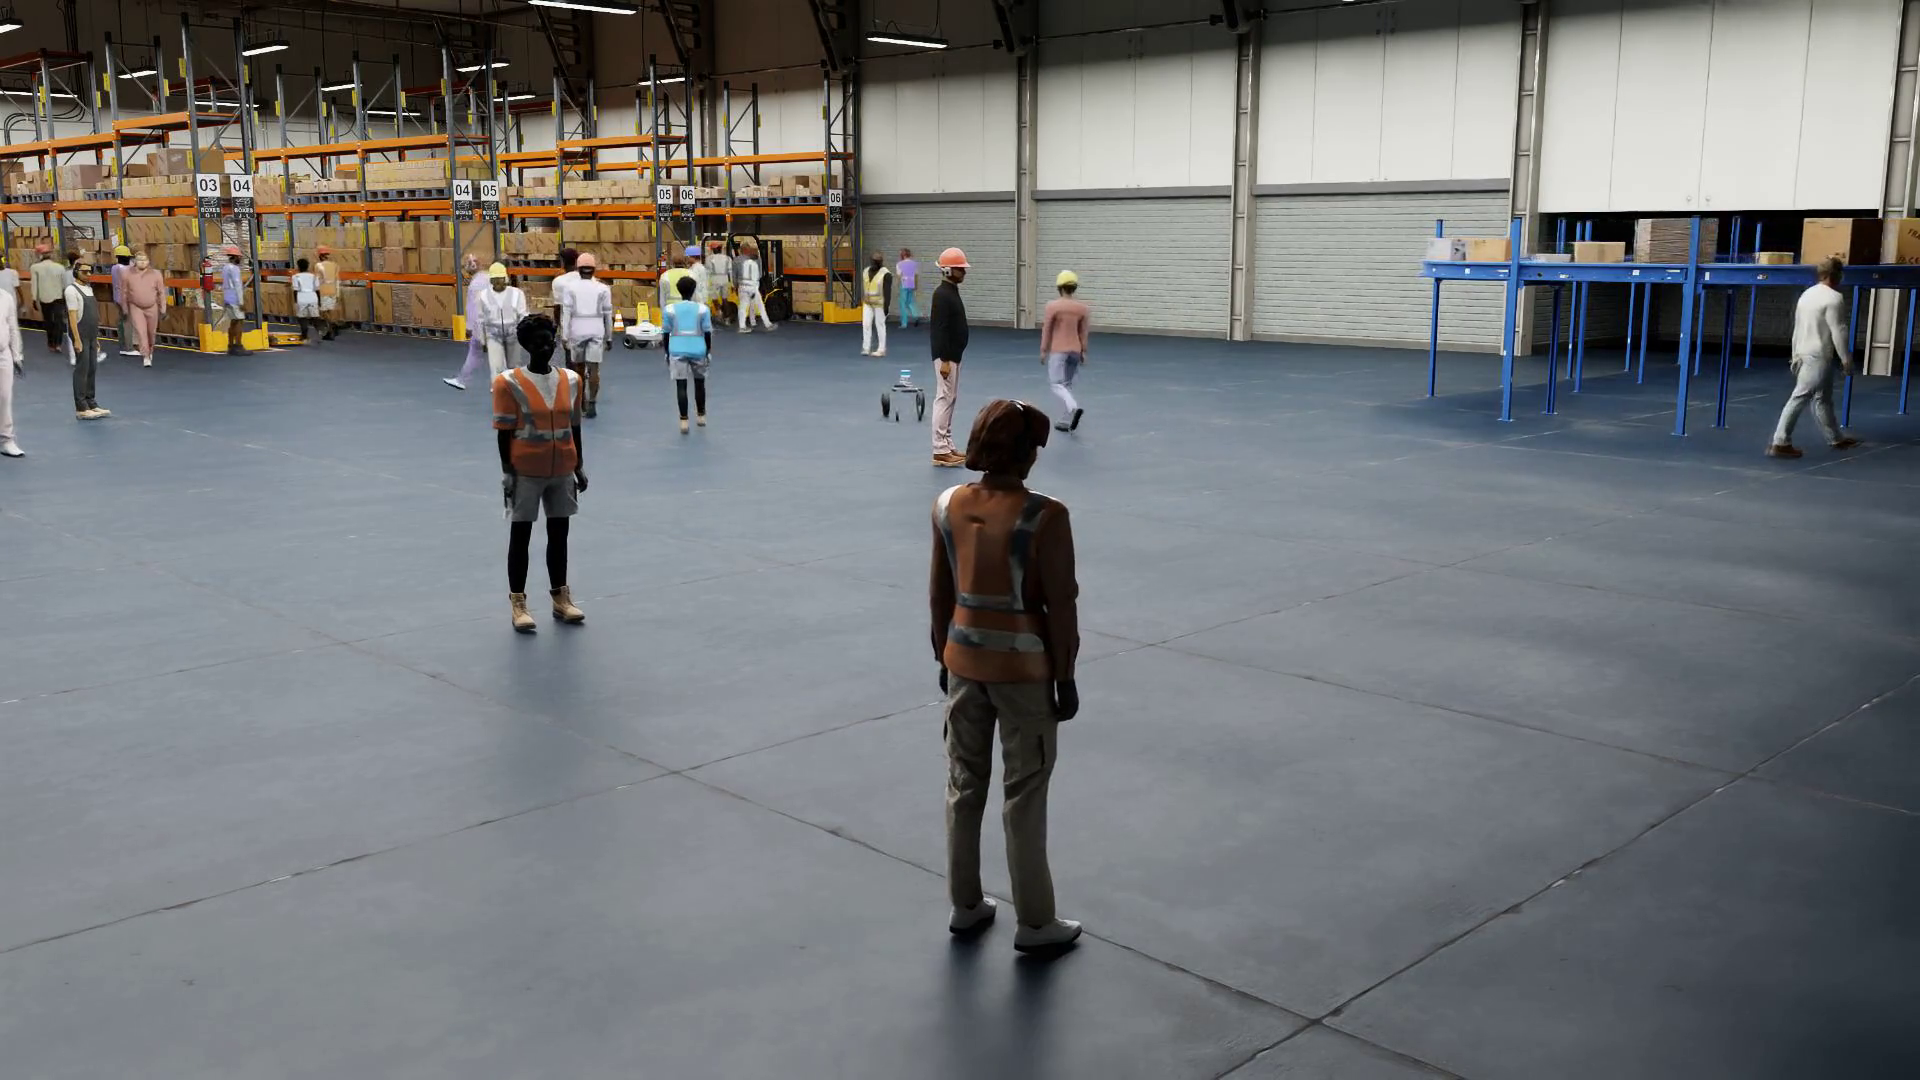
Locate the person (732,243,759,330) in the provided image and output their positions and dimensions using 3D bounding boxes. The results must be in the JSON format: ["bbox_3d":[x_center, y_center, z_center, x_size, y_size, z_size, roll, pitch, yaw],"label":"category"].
[{"bbox_3d":[-4.792,-5.682,37.300,0.627,1.938,0.372,2,11,12],"label":"person"}]

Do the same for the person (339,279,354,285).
[{"bbox_3d":[-16.131,-6.827,43.389,0.623,1.989,0.400,-10,14,-43],"label":"person"}]

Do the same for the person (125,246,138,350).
[{"bbox_3d":[-15.249,-4.468,30.753,0.869,1.911,0.636,6,12,29],"label":"person"}]

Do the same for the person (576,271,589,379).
[{"bbox_3d":[-5.529,-3.184,24.540,0.374,1.626,0.517,-6,12,-29],"label":"person"}]

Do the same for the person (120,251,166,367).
[{"bbox_3d":[-13.345,-3.788,27.189,0.655,1.870,0.943,-7,12,-33],"label":"person"}]

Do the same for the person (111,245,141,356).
[{"bbox_3d":[-14.711,-4.215,29.320,0.587,1.927,0.368,10,14,43],"label":"person"}]

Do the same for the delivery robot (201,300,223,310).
[{"bbox_3d":[-18.067,-5.542,40.163,0.477,0.478,0.707,-9,13,-39],"label":"delivery robot"}]

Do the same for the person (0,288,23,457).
[{"bbox_3d":[-9.272,-1.731,15.835,0.403,1.906,0.651,8,13,38],"label":"person"}]

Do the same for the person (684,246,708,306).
[{"bbox_3d":[-4.626,-4.099,28.684,0.632,1.923,0.655,-5,12,-27],"label":"person"}]

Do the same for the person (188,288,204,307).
[{"bbox_3d":[-19.061,-6.450,41.660,0.615,1.868,0.452,-10,14,-43],"label":"person"}]

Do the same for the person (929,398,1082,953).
[{"bbox_3d":[0.128,0.400,4.943,0.513,1.639,0.313,8,13,38],"label":"person"}]

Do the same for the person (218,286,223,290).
[{"bbox_3d":[-21.363,-7.649,48.282,0.624,1.845,0.430,10,14,43],"label":"person"}]

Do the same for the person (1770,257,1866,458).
[{"bbox_3d":[8.242,-1.727,15.825,1.009,1.891,0.629,1,10,3],"label":"person"}]

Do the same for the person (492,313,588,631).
[{"bbox_3d":[-2.263,-0.375,9.007,0.535,1.697,0.322,-9,14,-40],"label":"person"}]

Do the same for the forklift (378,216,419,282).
[{"bbox_3d":[-17.868,-9.201,54.028,1.873,2.768,1.129,-10,14,-44],"label":"forklift"}]

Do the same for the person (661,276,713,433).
[{"bbox_3d":[-2.969,-2.028,18.128,0.545,1.661,0.806,-2,11,-10],"label":"person"}]

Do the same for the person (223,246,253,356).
[{"bbox_3d":[-12.810,-4.236,29.461,0.438,1.918,0.570,-10,14,-44],"label":"person"}]

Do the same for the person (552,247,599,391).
[{"bbox_3d":[-5.041,-2.859,21.839,0.615,1.952,0.544,-8,13,-35],"label":"person"}]

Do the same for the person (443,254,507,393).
[{"bbox_3d":[-6.496,-2.888,22.283,0.997,1.850,0.656,-1,10,-5],"label":"person"}]

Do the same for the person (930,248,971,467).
[{"bbox_3d":[-0.083,-1.698,15.409,0.394,1.992,0.622,2,11,9],"label":"person"}]

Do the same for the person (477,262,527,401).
[{"bbox_3d":[-5.551,-2.478,20.238,0.587,1.795,0.890,-3,11,-15],"label":"person"}]

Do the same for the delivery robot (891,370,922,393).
[{"bbox_3d":[-0.635,-1.867,19.415,0.335,0.223,0.698,-2,10,-10],"label":"delivery robot"}]

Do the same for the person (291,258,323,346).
[{"bbox_3d":[-12.473,-4.558,31.854,0.547,1.680,0.548,-9,14,-41],"label":"person"}]

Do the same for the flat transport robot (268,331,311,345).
[{"bbox_3d":[-13.316,-3.942,32.469,1.431,0.197,0.652,10,14,44],"label":"flat transport robot"}]

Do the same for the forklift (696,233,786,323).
[{"bbox_3d":[-5.496,-6.489,41.108,2.313,2.155,1.214,-10,14,-44],"label":"forklift"}]

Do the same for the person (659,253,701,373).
[{"bbox_3d":[-4.300,-3.502,25.670,0.632,1.840,0.429,0,10,-2],"label":"person"}]

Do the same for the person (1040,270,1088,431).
[{"bbox_3d":[1.161,-2.020,17.850,0.530,1.743,0.665,-6,12,-28],"label":"person"}]

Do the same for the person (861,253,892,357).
[{"bbox_3d":[-1.480,-4.080,28.943,0.651,1.799,0.769,6,12,30],"label":"person"}]

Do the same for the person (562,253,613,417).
[{"bbox_3d":[-4.399,-2.429,19.682,0.577,1.887,0.971,-2,11,-12],"label":"person"}]

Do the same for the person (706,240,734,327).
[{"bbox_3d":[-5.530,-5.927,38.435,0.643,2.009,0.616,-5,11,-24],"label":"person"}]

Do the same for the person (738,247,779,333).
[{"bbox_3d":[-4.483,-5.491,36.530,0.950,1.834,0.581,-8,13,-35],"label":"person"}]

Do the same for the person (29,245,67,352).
[{"bbox_3d":[-16.643,-4.418,30.454,0.651,1.926,1.011,-8,13,-36],"label":"person"}]

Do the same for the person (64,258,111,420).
[{"bbox_3d":[-10.154,-2.336,19.306,0.327,1.841,0.515,-1,10,-4],"label":"person"}]

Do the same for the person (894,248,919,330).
[{"bbox_3d":[-1.208,-5.661,37.478,0.572,1.831,0.426,-9,14,-40],"label":"person"}]

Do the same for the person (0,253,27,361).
[{"bbox_3d":[-16.053,-3.934,28.035,0.661,1.834,0.554,-1,10,-3],"label":"person"}]

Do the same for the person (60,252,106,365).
[{"bbox_3d":[-14.529,-3.825,27.488,0.557,1.825,0.887,-1,10,-4],"label":"person"}]

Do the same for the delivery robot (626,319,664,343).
[{"bbox_3d":[-5.914,-3.909,31.261,0.707,0.478,0.477,4,11,22],"label":"delivery robot"}]

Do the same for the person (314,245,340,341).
[{"bbox_3d":[-12.751,-4.991,33.598,0.586,1.920,0.544,7,13,34],"label":"person"}]
